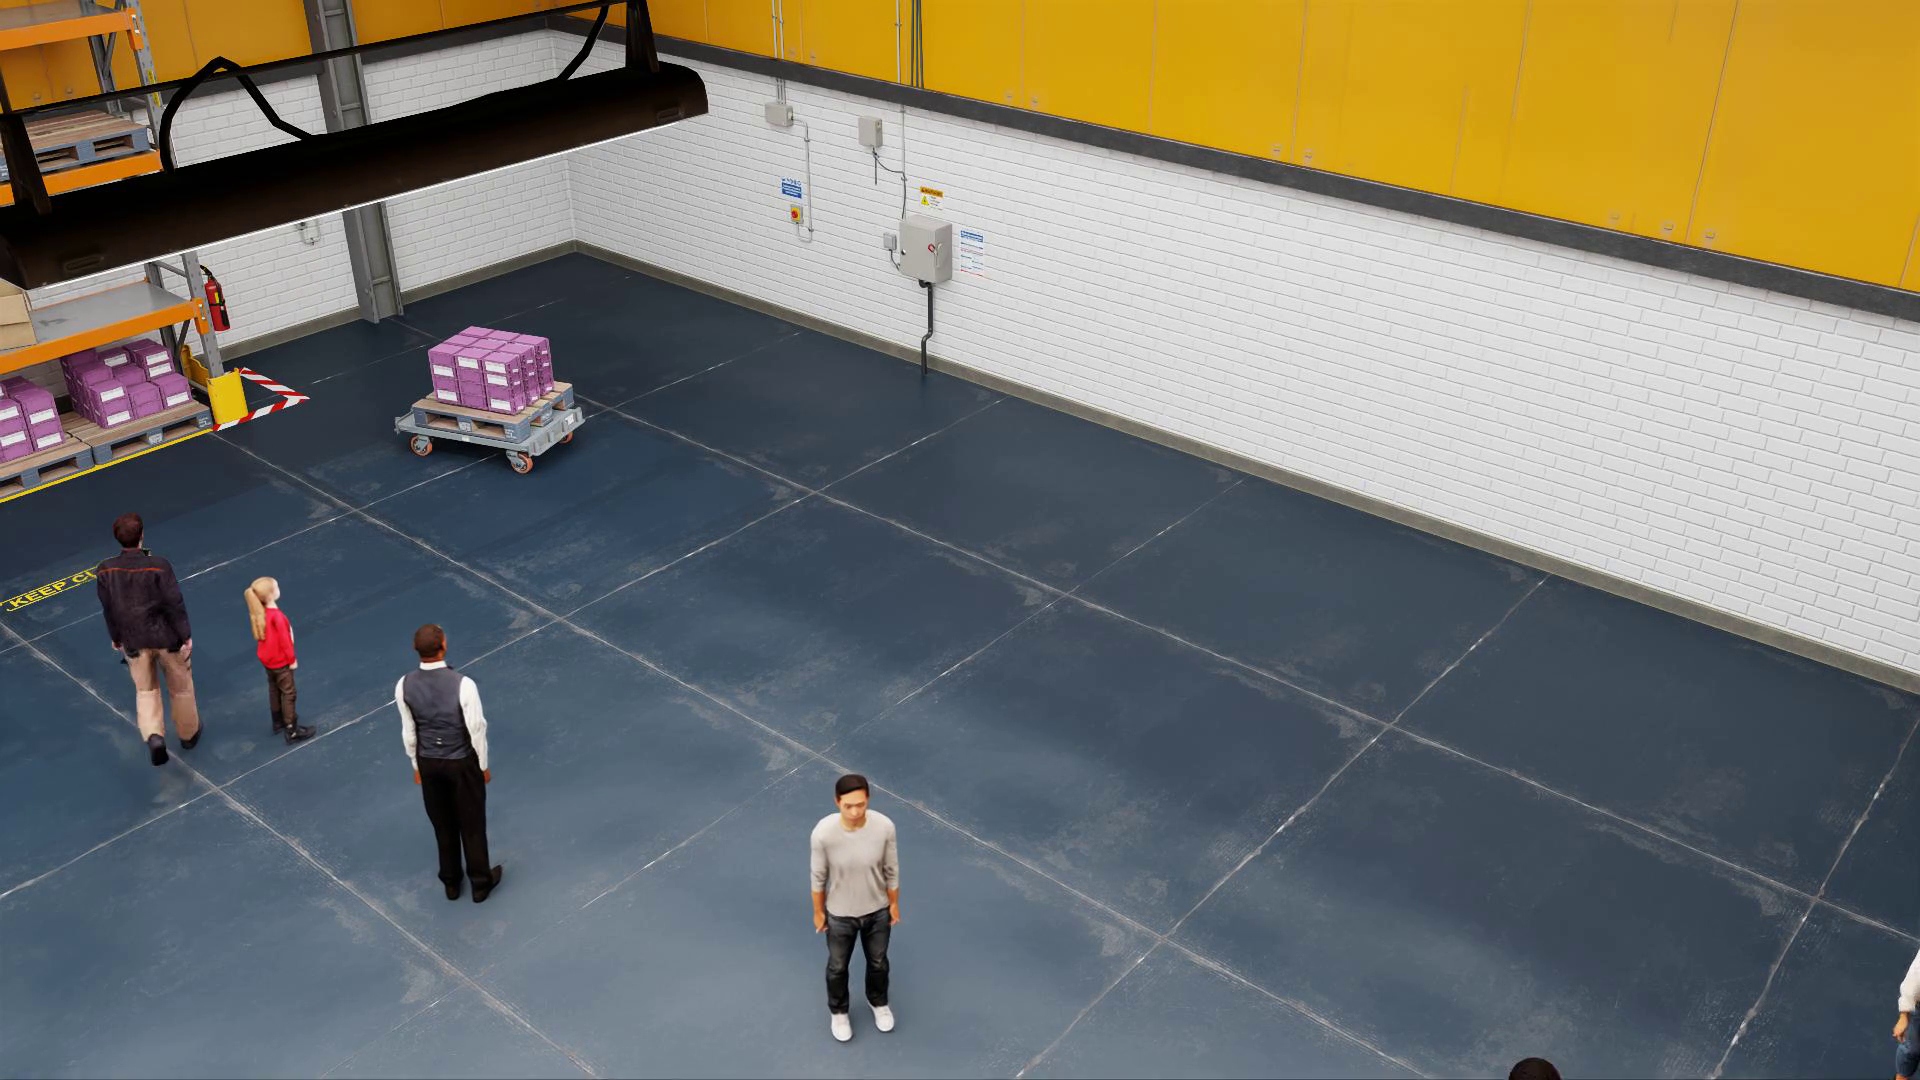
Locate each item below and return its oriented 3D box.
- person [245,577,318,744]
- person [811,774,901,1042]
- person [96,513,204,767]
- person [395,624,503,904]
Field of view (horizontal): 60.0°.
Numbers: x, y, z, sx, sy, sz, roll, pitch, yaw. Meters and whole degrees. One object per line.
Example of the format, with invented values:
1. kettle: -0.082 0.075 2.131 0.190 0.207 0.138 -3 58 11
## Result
1. person: -4.925 0.848 11.991 0.494 1.278 0.475 23 36 35
2. person: -0.579 2.020 9.290 0.695 1.806 0.784 -6 29 -11
3. person: -5.632 0.733 11.539 1.063 1.911 1.078 -7 29 -12
4. person: -3.171 1.397 10.324 0.787 1.910 0.813 2 29 4
